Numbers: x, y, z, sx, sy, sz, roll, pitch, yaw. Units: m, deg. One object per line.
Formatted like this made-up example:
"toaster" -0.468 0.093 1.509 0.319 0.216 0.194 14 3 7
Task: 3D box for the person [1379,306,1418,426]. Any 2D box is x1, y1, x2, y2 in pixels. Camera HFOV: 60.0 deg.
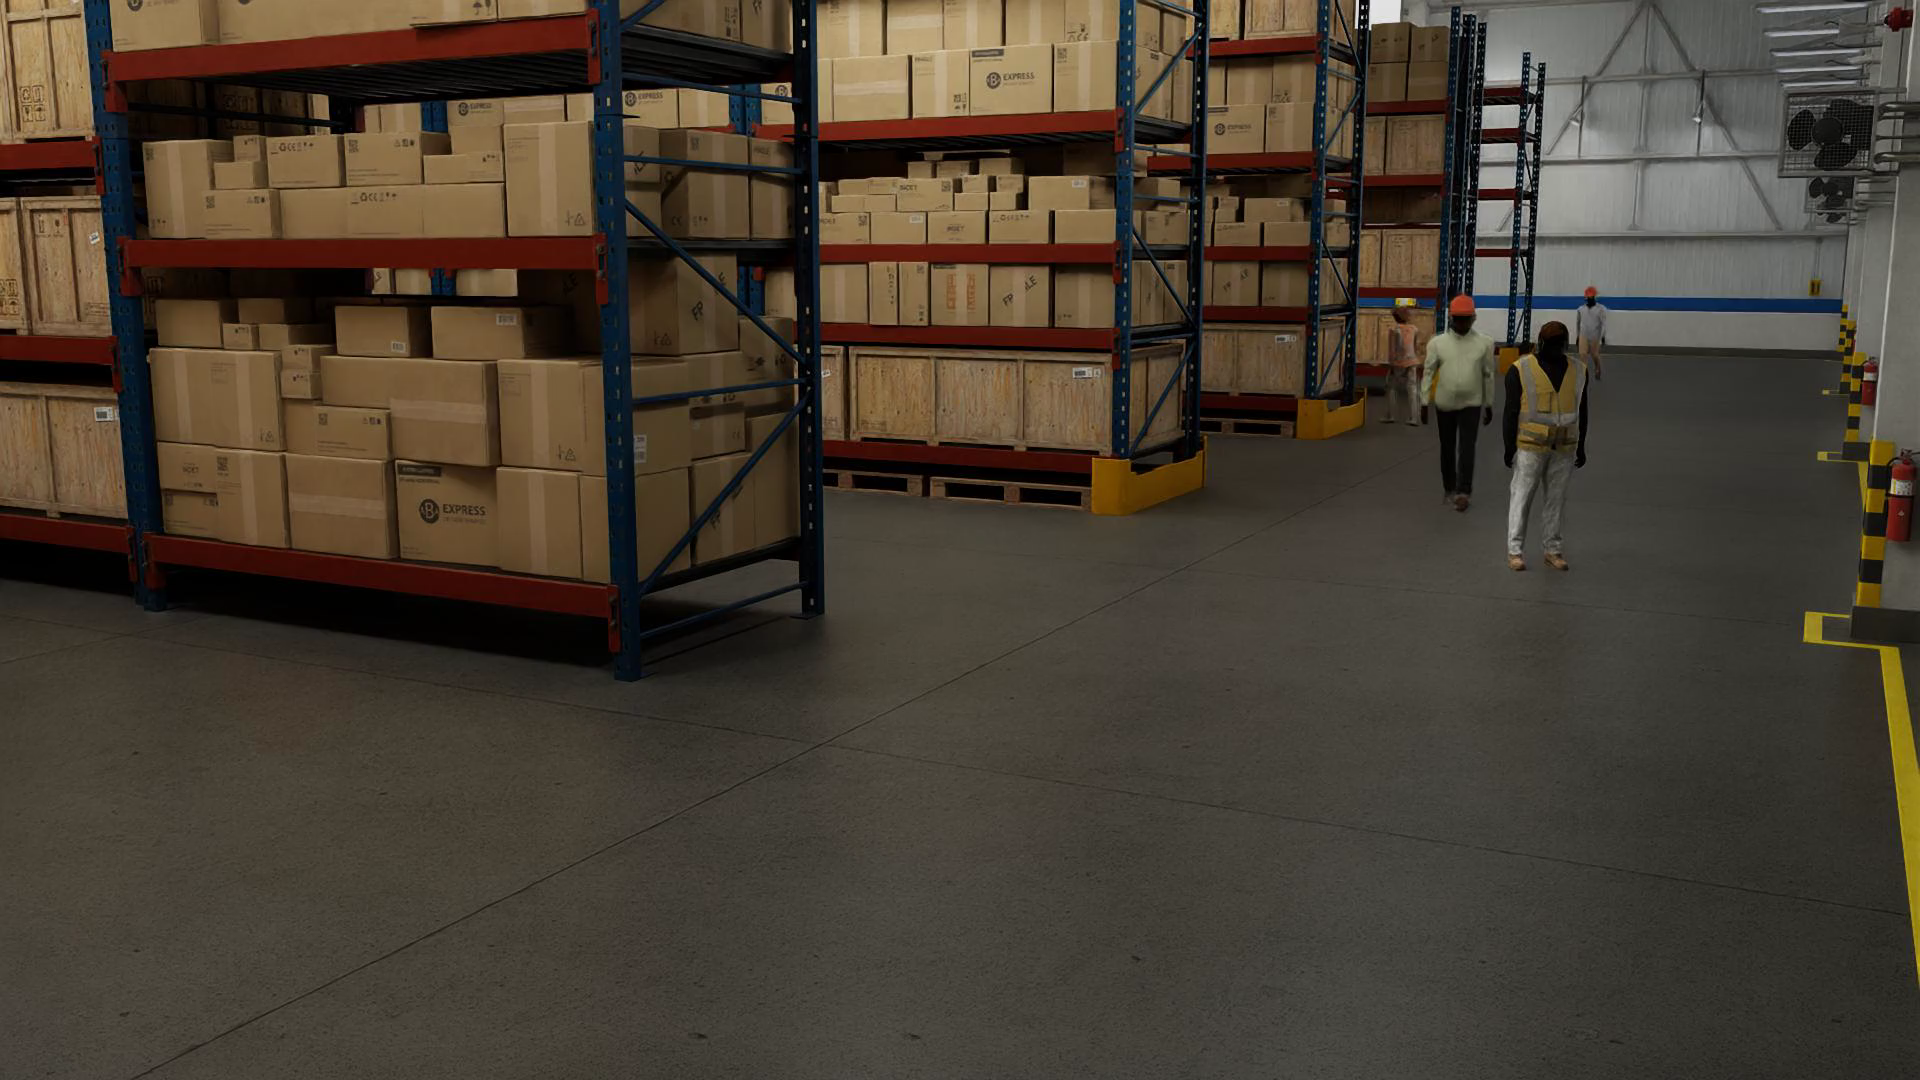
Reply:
"person" 5.969 -2.363 22.572 0.545 1.609 0.692 -4 11 -22

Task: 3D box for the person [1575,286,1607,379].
"person" 11.447 -3.732 30.174 0.572 1.729 0.664 8 12 38

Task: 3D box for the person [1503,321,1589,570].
"person" 4.308 -0.686 12.229 0.634 1.839 0.429 0 10 -2

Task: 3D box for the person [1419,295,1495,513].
"person" 4.506 -1.237 15.105 0.655 1.935 1.031 3 10 17
